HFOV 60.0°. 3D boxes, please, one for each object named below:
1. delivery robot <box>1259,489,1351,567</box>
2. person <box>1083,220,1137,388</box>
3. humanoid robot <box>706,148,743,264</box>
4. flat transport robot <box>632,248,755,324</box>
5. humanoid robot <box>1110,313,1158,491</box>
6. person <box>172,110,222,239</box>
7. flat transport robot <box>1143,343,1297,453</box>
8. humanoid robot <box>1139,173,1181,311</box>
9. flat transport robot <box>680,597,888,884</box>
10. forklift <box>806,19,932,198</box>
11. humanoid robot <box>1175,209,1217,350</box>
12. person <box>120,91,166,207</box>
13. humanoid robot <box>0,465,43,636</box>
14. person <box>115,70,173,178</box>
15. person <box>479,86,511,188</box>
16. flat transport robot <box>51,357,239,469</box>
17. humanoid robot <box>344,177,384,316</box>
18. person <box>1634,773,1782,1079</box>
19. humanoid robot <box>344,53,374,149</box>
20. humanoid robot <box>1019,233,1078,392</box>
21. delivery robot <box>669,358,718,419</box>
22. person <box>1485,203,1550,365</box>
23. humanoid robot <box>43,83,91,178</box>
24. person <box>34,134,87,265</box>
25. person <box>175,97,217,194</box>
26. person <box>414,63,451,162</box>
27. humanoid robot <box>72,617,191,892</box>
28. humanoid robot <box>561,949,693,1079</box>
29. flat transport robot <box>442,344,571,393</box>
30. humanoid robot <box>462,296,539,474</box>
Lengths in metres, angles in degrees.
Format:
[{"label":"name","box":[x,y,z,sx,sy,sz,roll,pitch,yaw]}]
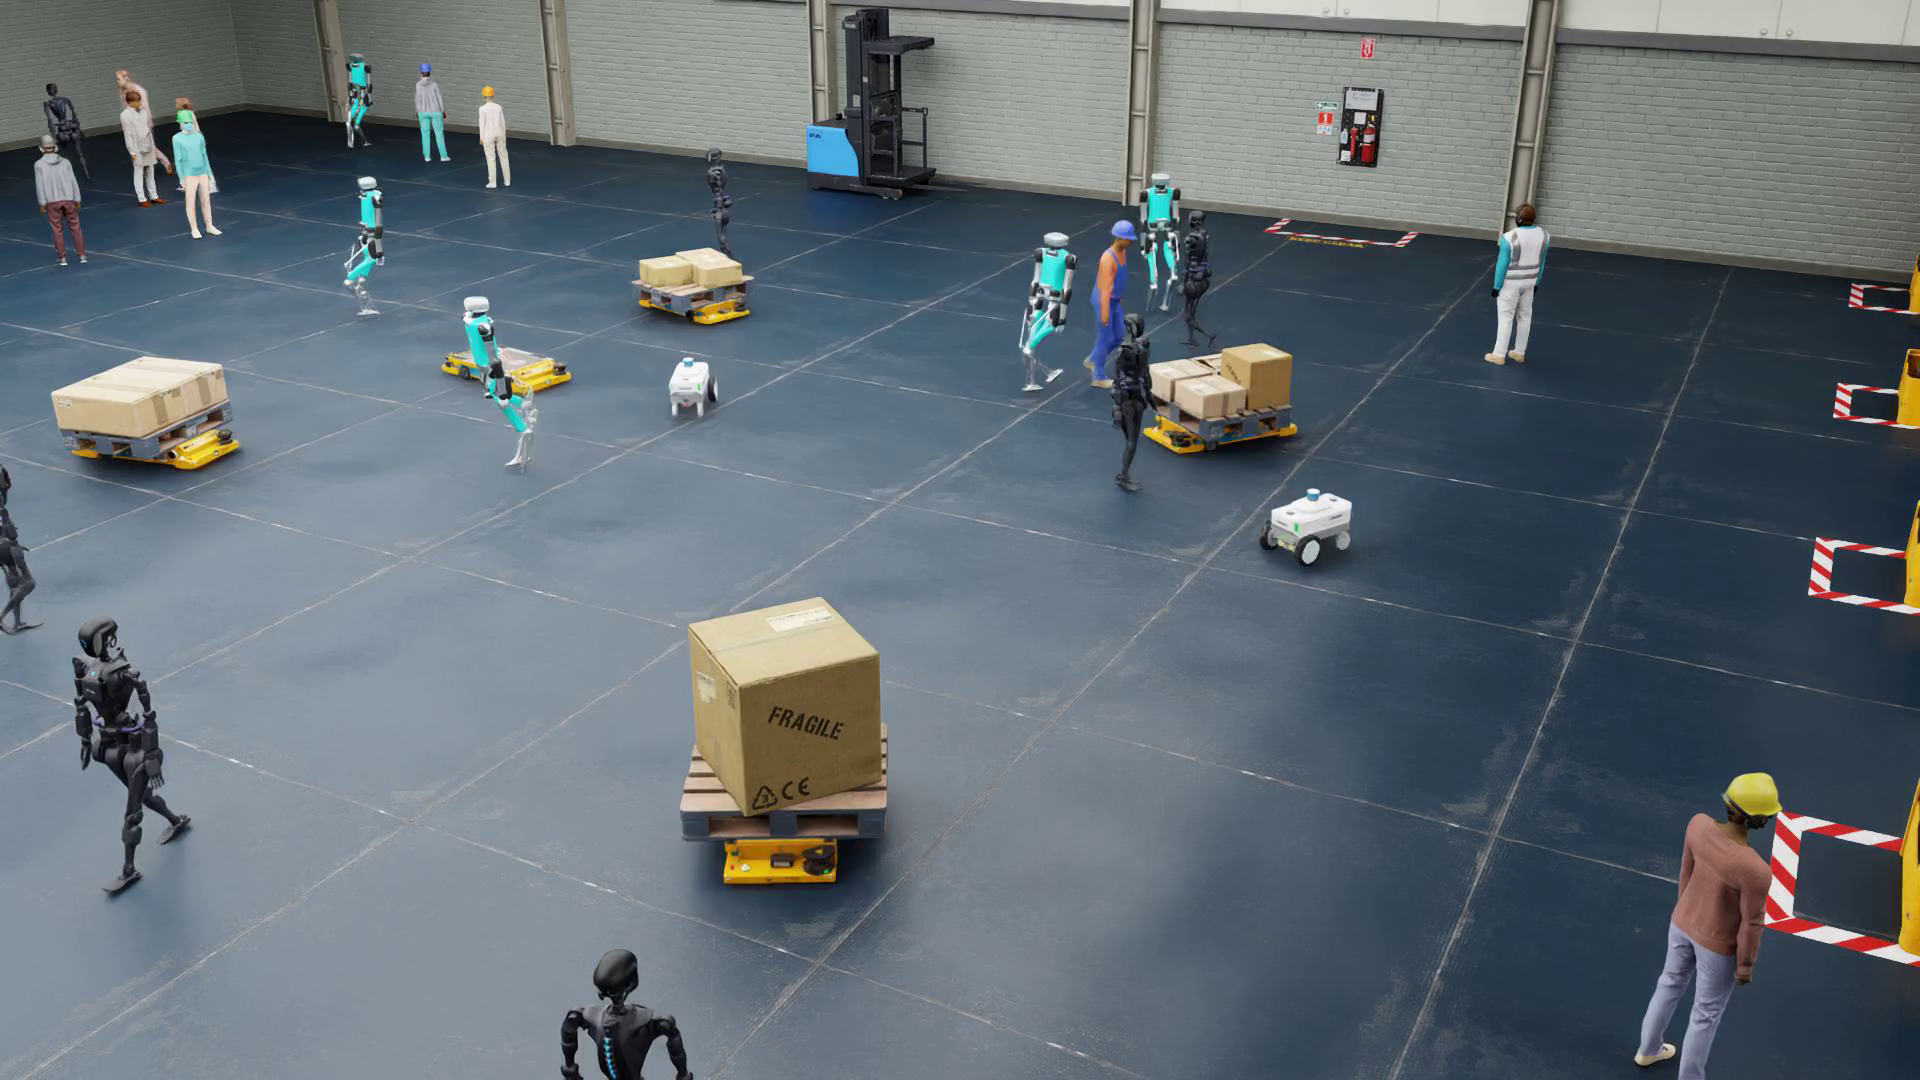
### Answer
[{"label":"delivery robot","box":[2.960,-0.131,14.114,0.795,0.602,0.499,-16,28,-32]},{"label":"person","box":[1.634,-2.557,18.089,0.541,1.874,0.590,12,26,26]},{"label":"humanoid robot","box":[-3.298,-4.620,23.137,0.423,1.641,0.599,-6,24,-14]},{"label":"flat transport robot","box":[-3.391,-3.013,21.176,1.431,0.231,0.659,20,30,39]},{"label":"humanoid robot","box":[1.602,-1.289,15.382,0.345,1.656,0.604,18,29,35]},{"label":"person","box":[-11.448,-5.474,24.872,0.350,1.875,0.511,17,28,34]},{"label":"flat transport robot","box":[2.615,-1.166,16.877,1.431,0.231,0.659,-11,26,-24]},{"label":"humanoid robot","box":[2.536,-3.620,20.758,0.546,1.805,0.786,-3,23,-8]},{"label":"flat transport robot","box":[-1.050,1.654,10.312,0.659,0.231,1.431,-1,23,-1]},{"label":"forklift","box":[-1.573,-7.292,27.850,1.873,2.768,1.129,12,26,25]},{"label":"humanoid robot","box":[2.827,-3.054,19.494,0.513,1.637,0.613,15,27,31]},{"label":"person","box":[-13.251,-6.331,26.929,0.366,1.830,0.500,10,25,22]},{"label":"humanoid robot","box":[-7.267,-0.051,12.505,0.420,1.647,0.593,-20,30,-39]},{"label":"person","box":[-14.277,-7.275,29.069,0.665,1.875,0.601,13,26,27]},{"label":"person","box":[-7.935,-6.849,28.297,0.464,1.697,0.316,-18,29,-36]},{"label":"flat transport robot","box":[-7.934,-0.947,16.367,1.431,0.231,0.659,7,24,15]},{"label":"humanoid robot","box":[-7.464,-3.540,20.627,0.751,1.840,0.535,-17,29,-35]},{"label":"person","box":[3.595,1.876,7.918,0.345,1.759,0.519,-8,25,-18]},{"label":"humanoid robot","box":[-11.584,-8.313,31.751,0.565,1.832,0.812,7,24,16]},{"label":"humanoid robot","box":[0.832,-2.382,17.872,0.530,1.729,0.988,19,30,38]},{"label":"delivery robot","box":[-2.857,-1.633,17.600,0.499,0.593,0.789,-1,23,-1]},{"label":"person","box":[6.338,-2.918,18.964,0.626,1.844,0.429,-8,24,-18]},{"label":"humanoid robot","box":[-15.615,-7.139,29.037,0.732,1.616,0.616,12,26,25]},{"label":"person","box":[-12.644,-4.777,23.340,0.552,1.805,0.380,-17,29,-35]},{"label":"person","box":[-12.873,-6.554,27.719,0.725,1.608,0.517,-9,25,-19]},{"label":"person","box":[-9.702,-7.813,30.467,0.543,1.758,0.360,0,23,-1]},{"label":"humanoid robot","box":[-4.874,1.183,9.682,0.601,1.623,0.784,8,24,18]},{"label":"humanoid robot","box":[-1.345,2.383,6.826,0.598,1.645,0.331,4,24,9]},{"label":"flat transport robot","box":[-5.099,-1.928,18.652,1.431,0.231,0.659,16,28,33]},{"label":"humanoid robot","box":[-4.229,-1.408,15.719,0.764,1.886,0.546,-16,28,-32]}]
